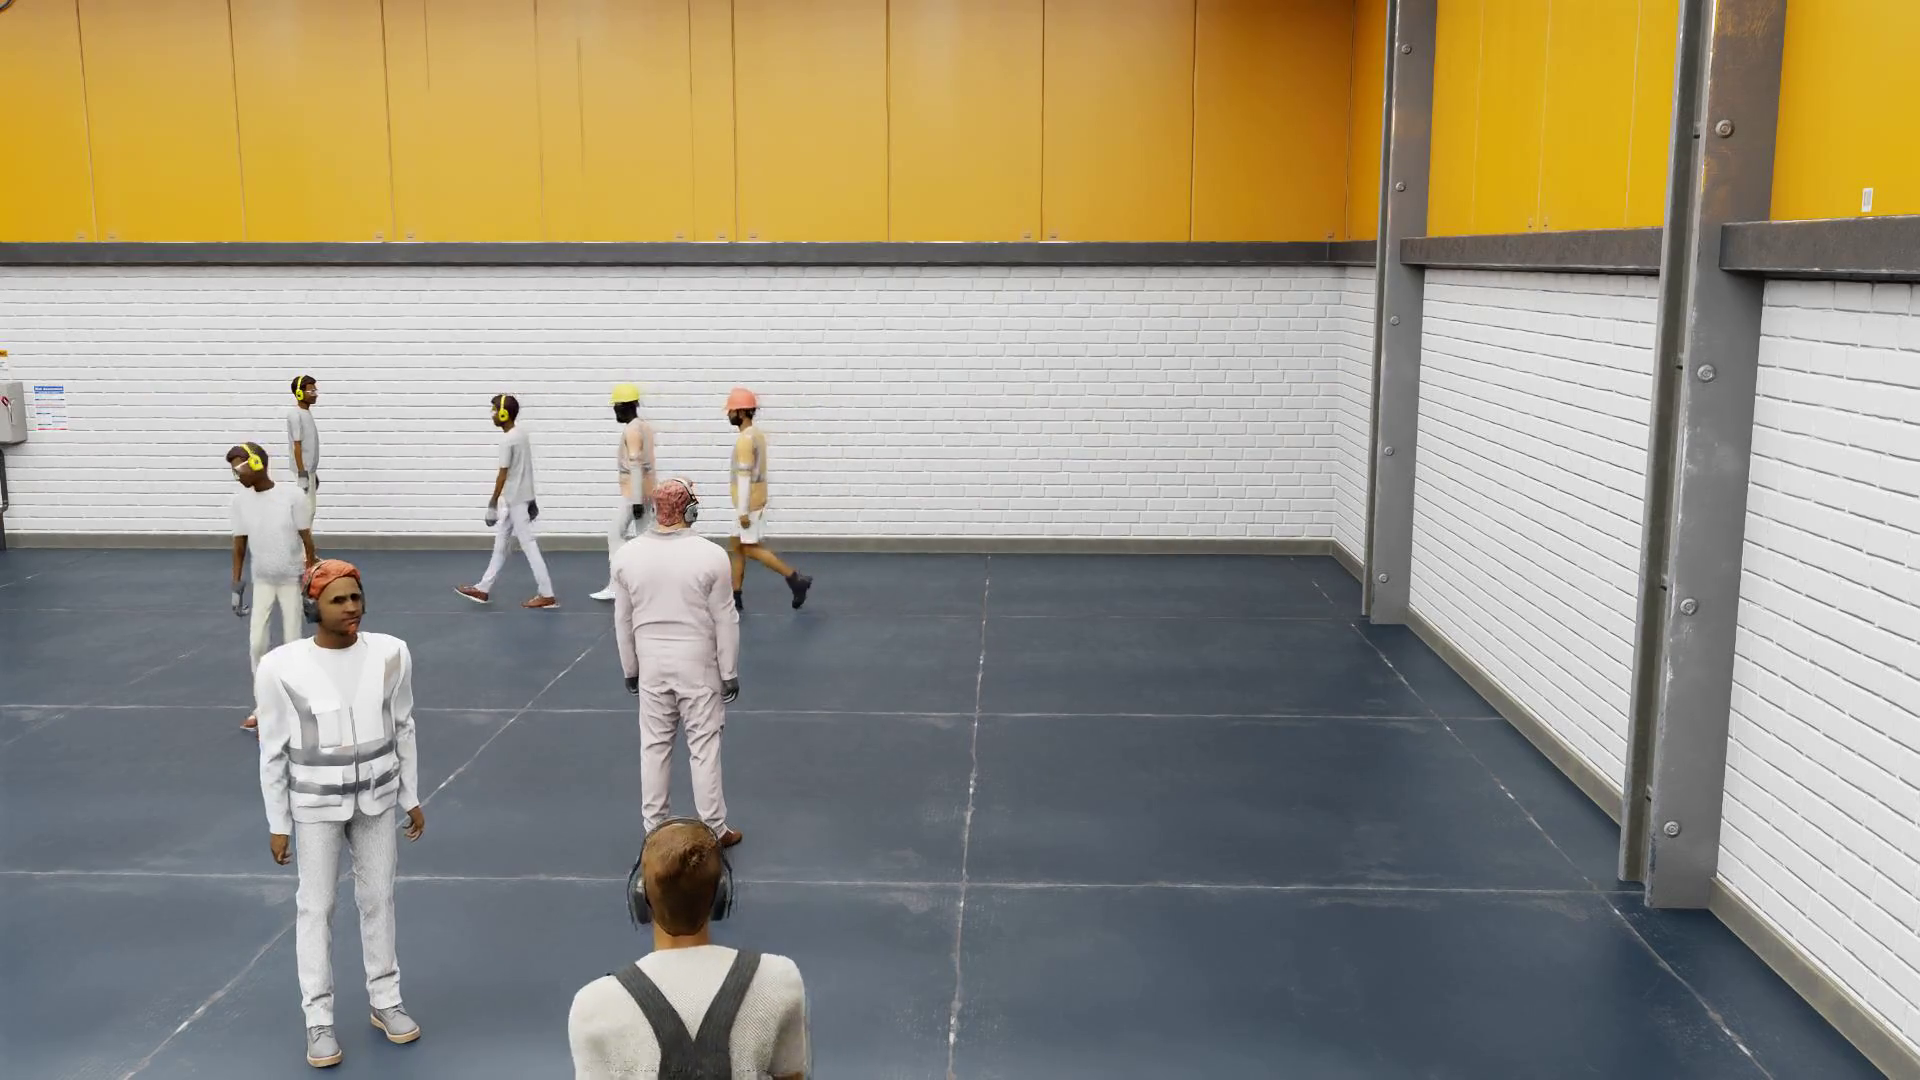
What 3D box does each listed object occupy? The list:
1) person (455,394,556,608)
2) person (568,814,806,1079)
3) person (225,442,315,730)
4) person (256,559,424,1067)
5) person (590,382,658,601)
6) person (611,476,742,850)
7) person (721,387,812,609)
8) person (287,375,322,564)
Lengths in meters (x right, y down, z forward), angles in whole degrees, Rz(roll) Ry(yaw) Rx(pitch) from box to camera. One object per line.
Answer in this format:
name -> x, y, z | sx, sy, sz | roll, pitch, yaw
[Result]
person -> -3.886, -0.314, 14.091 | 0.932, 1.825, 0.557 | 0, 10, 0
person -> -0.605, 1.469, 3.739 | 0.521, 1.798, 0.948 | -3, 10, -16
person -> -4.341, 0.298, 10.562 | 0.549, 1.825, 0.345 | 0, 10, 1
person -> -2.302, 1.002, 6.229 | 0.581, 1.884, 0.351 | -8, 12, -38
person -> -2.935, -0.411, 14.439 | 0.758, 1.900, 0.627 | 0, 10, -2
person -> -1.395, 0.631, 8.336 | 0.638, 1.909, 0.408 | 2, 10, 12
person -> -1.694, -0.327, 13.959 | 0.844, 1.911, 0.548 | 0, 10, 1
person -> -6.220, -0.632, 15.869 | 0.311, 1.859, 0.533 | -2, 10, -11
